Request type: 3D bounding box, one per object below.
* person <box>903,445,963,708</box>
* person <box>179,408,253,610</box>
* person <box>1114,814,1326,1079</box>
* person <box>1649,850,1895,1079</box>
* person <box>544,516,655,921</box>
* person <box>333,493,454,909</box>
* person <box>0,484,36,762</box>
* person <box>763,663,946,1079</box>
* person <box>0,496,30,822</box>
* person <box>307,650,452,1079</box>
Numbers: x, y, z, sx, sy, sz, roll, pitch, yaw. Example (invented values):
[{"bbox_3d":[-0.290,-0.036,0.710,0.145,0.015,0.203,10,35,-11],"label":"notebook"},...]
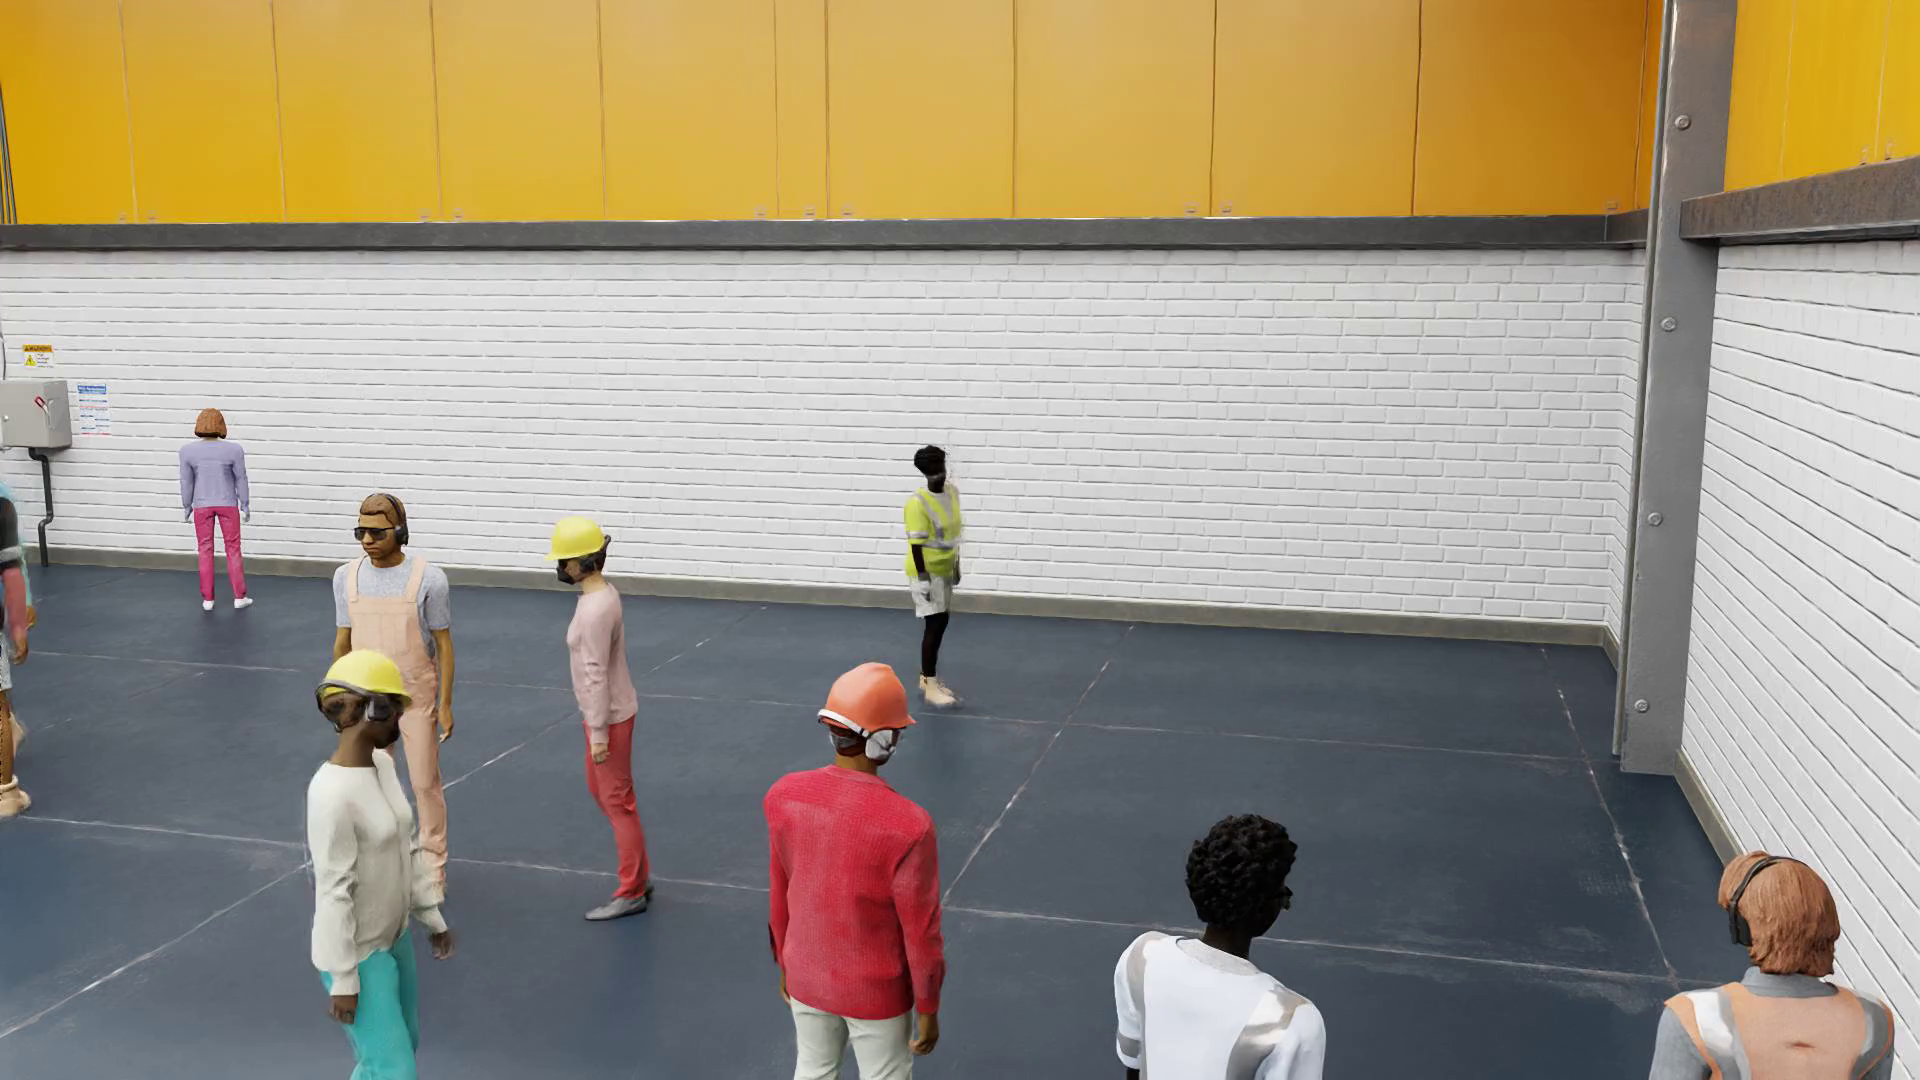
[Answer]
[{"bbox_3d":[-0.153,0.218,10.606,0.376,1.673,0.553,5,11,29],"label":"person"},{"bbox_3d":[-6.008,-0.250,13.438,0.506,1.632,0.268,-2,10,-14],"label":"person"},{"bbox_3d":[0.546,1.405,3.542,0.320,1.686,0.539,-9,13,-43],"label":"person"},{"bbox_3d":[1.651,1.449,3.452,0.526,1.632,0.311,-1,10,-7],"label":"person"},{"bbox_3d":[-1.540,0.759,7.161,0.431,1.754,0.548,-2,10,-12],"label":"person"},{"bbox_3d":[-2.447,0.704,7.203,0.513,1.844,0.328,0,10,2],"label":"person"},{"bbox_3d":[-5.381,0.318,8.978,0.687,2.015,0.516,1,10,3],"label":"person"},{"bbox_3d":[-0.276,1.195,4.620,0.575,1.738,0.353,6,11,32],"label":"person"},{"bbox_3d":[-5.006,0.419,8.307,0.636,2.038,0.397,-5,11,-27],"label":"person"},{"bbox_3d":[-1.698,1.182,4.819,0.557,1.711,0.567,0,10,1],"label":"person"}]
